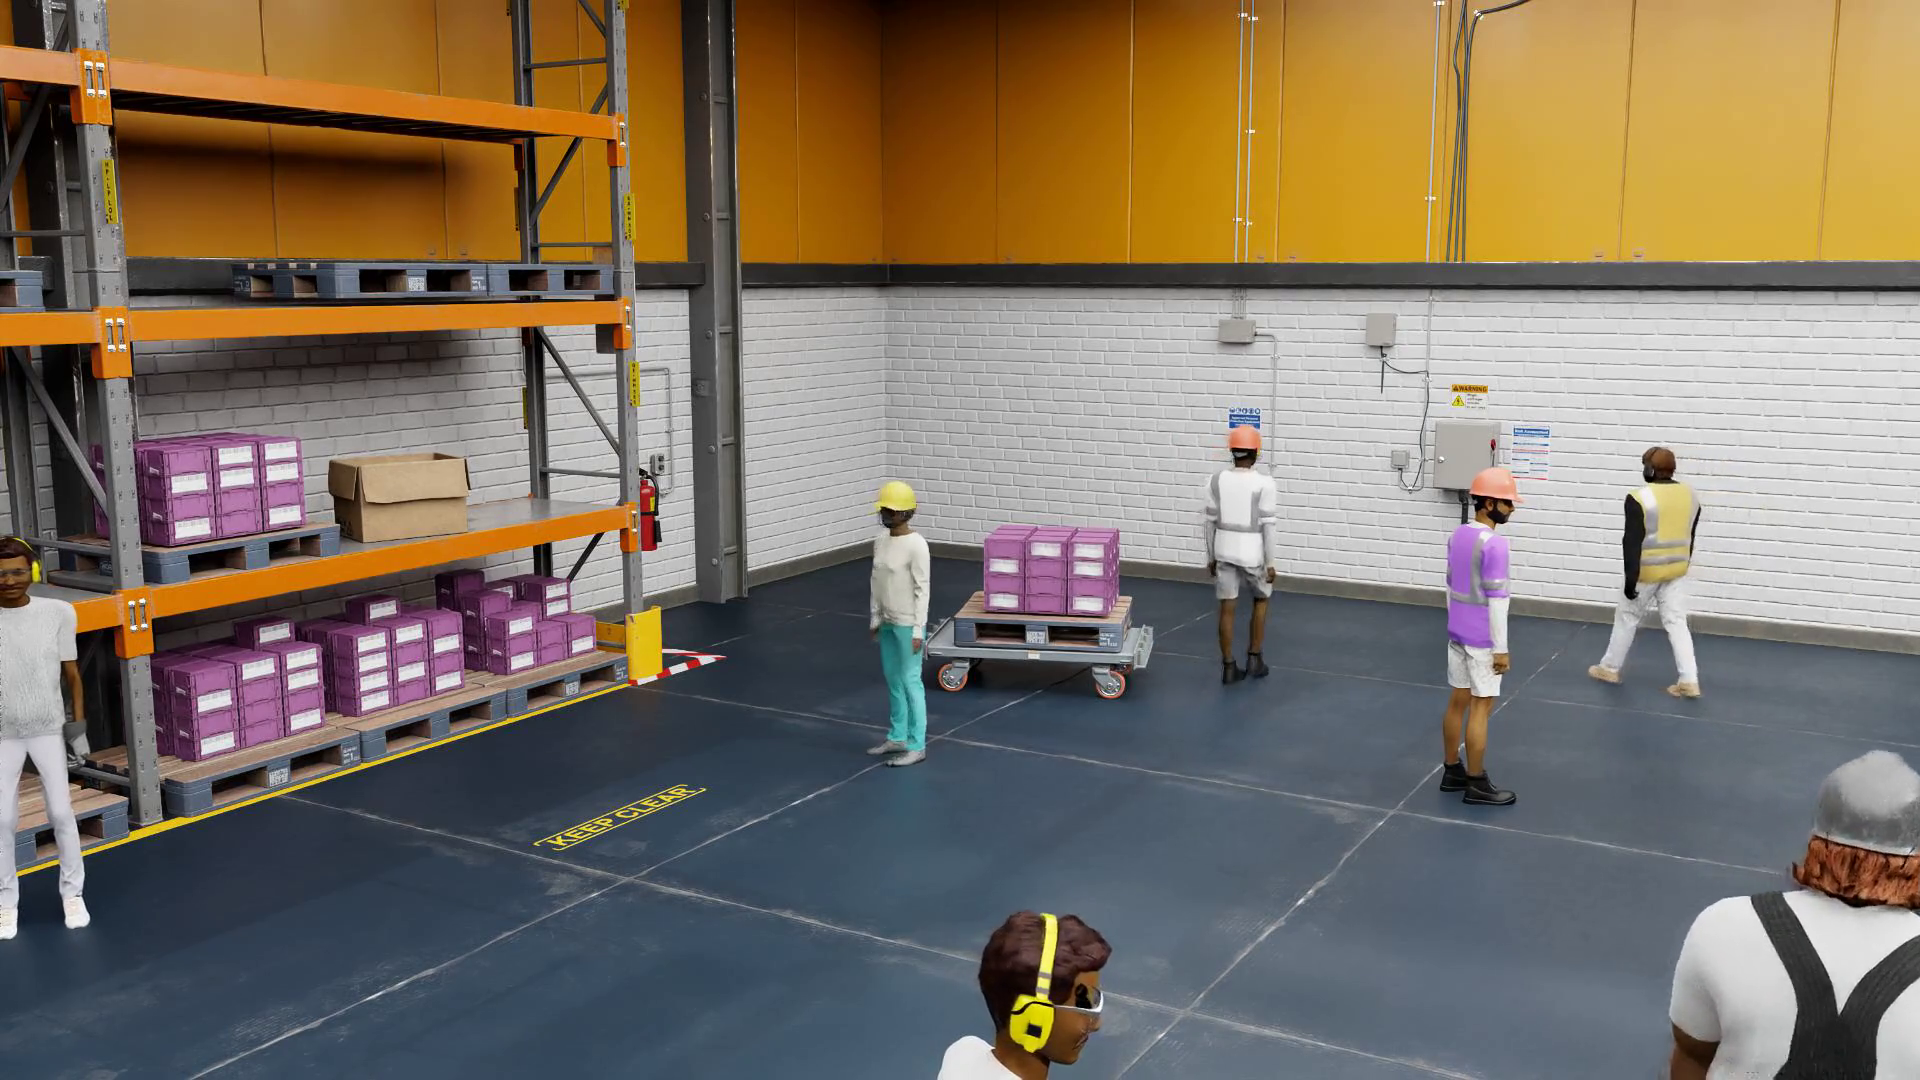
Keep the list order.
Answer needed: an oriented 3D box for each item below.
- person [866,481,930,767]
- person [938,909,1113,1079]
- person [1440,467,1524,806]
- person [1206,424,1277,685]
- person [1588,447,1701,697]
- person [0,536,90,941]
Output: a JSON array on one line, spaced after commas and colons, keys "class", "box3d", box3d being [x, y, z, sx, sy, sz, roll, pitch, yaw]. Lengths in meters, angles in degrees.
[{"class": "person", "box3d": [-0.378, 0.516, 10.291, 0.313, 1.762, 0.552, -6, 11, -34]}, {"class": "person", "box3d": [0.114, 1.602, 3.178, 0.323, 1.863, 0.535, -3, 10, -20]}, {"class": "person", "box3d": [2.997, 0.546, 9.554, 0.376, 1.933, 0.544, -2, 9, -10]}, {"class": "person", "box3d": [2.123, 0.098, 12.374, 0.570, 1.919, 0.650, 5, 10, 29]}, {"class": "person", "box3d": [5.034, 0.217, 12.048, 0.640, 1.797, 0.935, -2, 9, -15]}, {"class": "person", "box3d": [-4.279, 0.896, 7.614, 0.504, 1.860, 0.320, -5, 10, -26]}]
